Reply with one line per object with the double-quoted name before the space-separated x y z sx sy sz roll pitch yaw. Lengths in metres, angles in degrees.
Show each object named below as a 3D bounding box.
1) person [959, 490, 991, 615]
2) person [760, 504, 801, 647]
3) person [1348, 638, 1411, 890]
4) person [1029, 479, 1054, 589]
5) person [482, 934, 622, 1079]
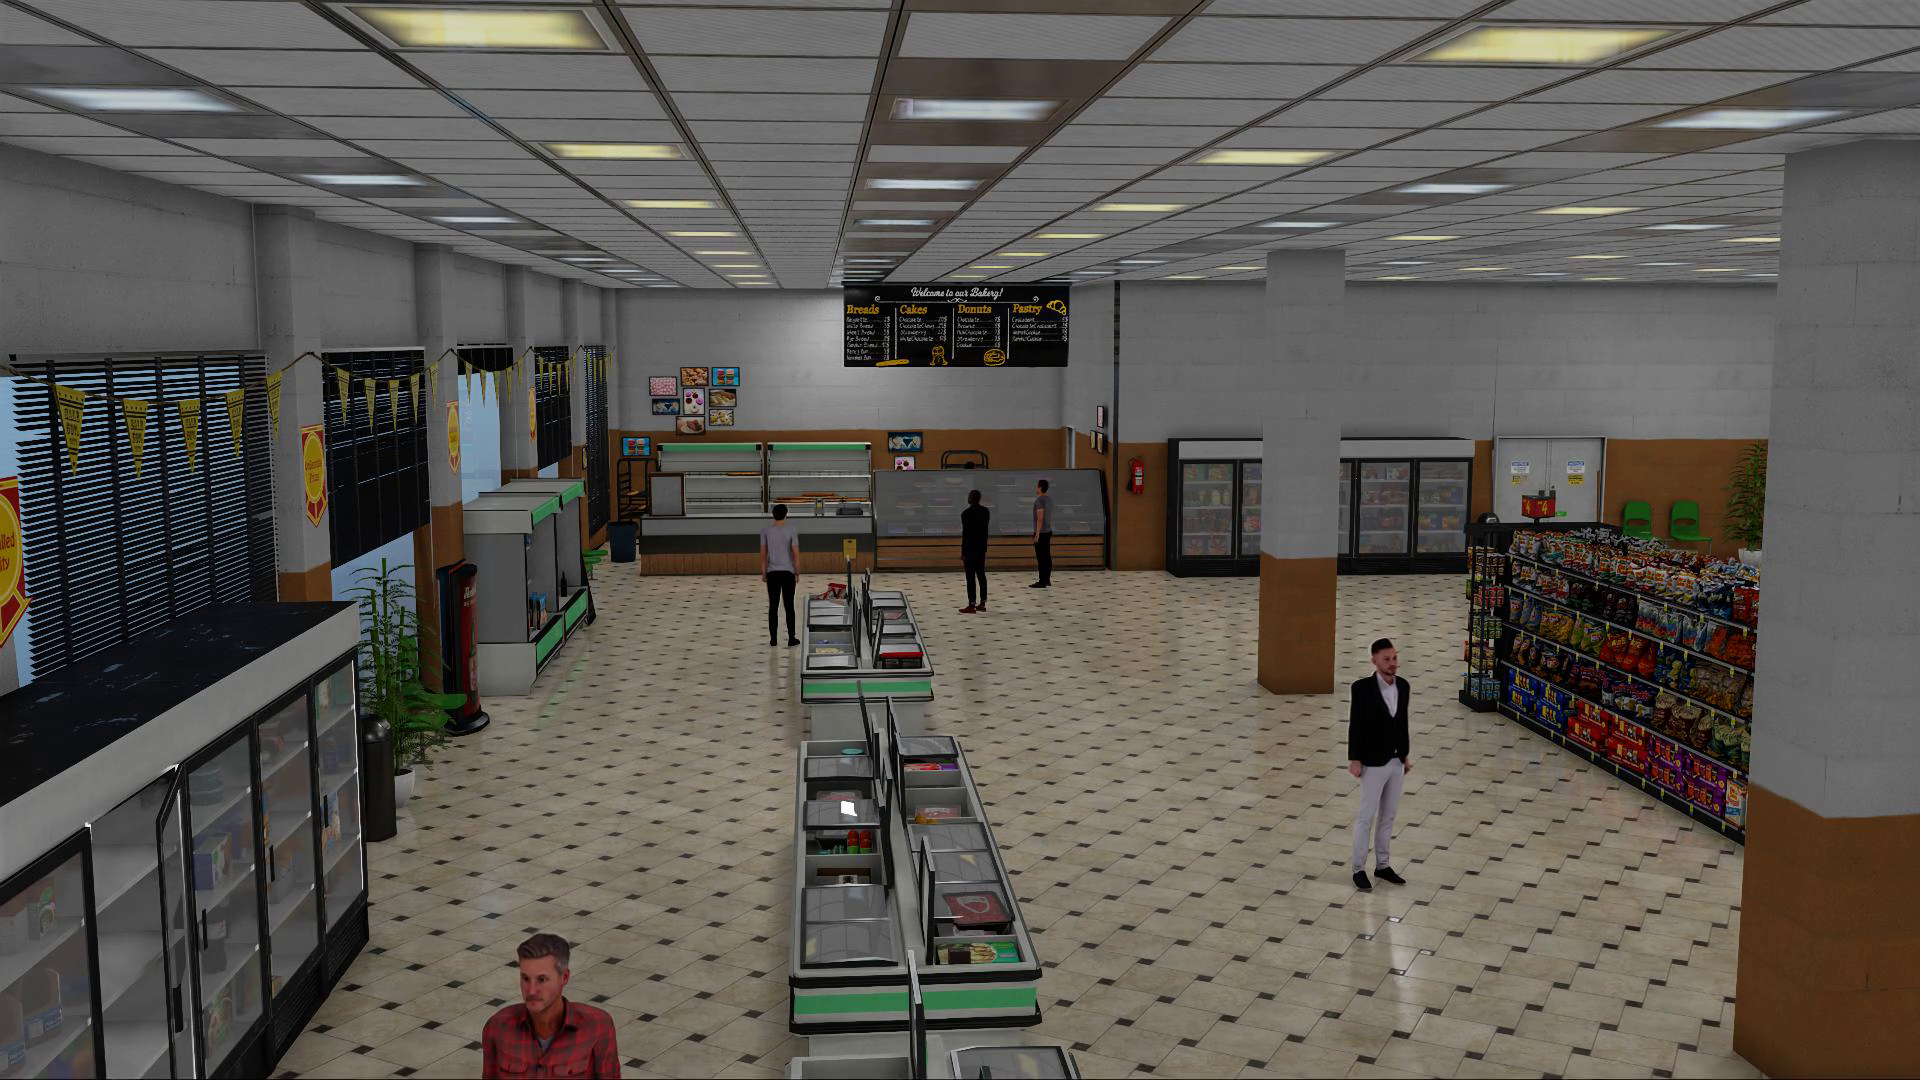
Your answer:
"person" 0.223 0.160 24.438 0.833 1.819 0.783 6 9 42
"person" -2.358 0.455 21.818 0.699 1.863 0.621 1 7 7
"person" 3.094 1.623 12.236 0.720 1.843 0.645 -3 7 -22
"person" 1.344 -0.115 26.983 0.751 1.755 0.636 3 7 22
"person" -1.530 2.354 6.244 0.703 1.829 0.555 0 7 -1
